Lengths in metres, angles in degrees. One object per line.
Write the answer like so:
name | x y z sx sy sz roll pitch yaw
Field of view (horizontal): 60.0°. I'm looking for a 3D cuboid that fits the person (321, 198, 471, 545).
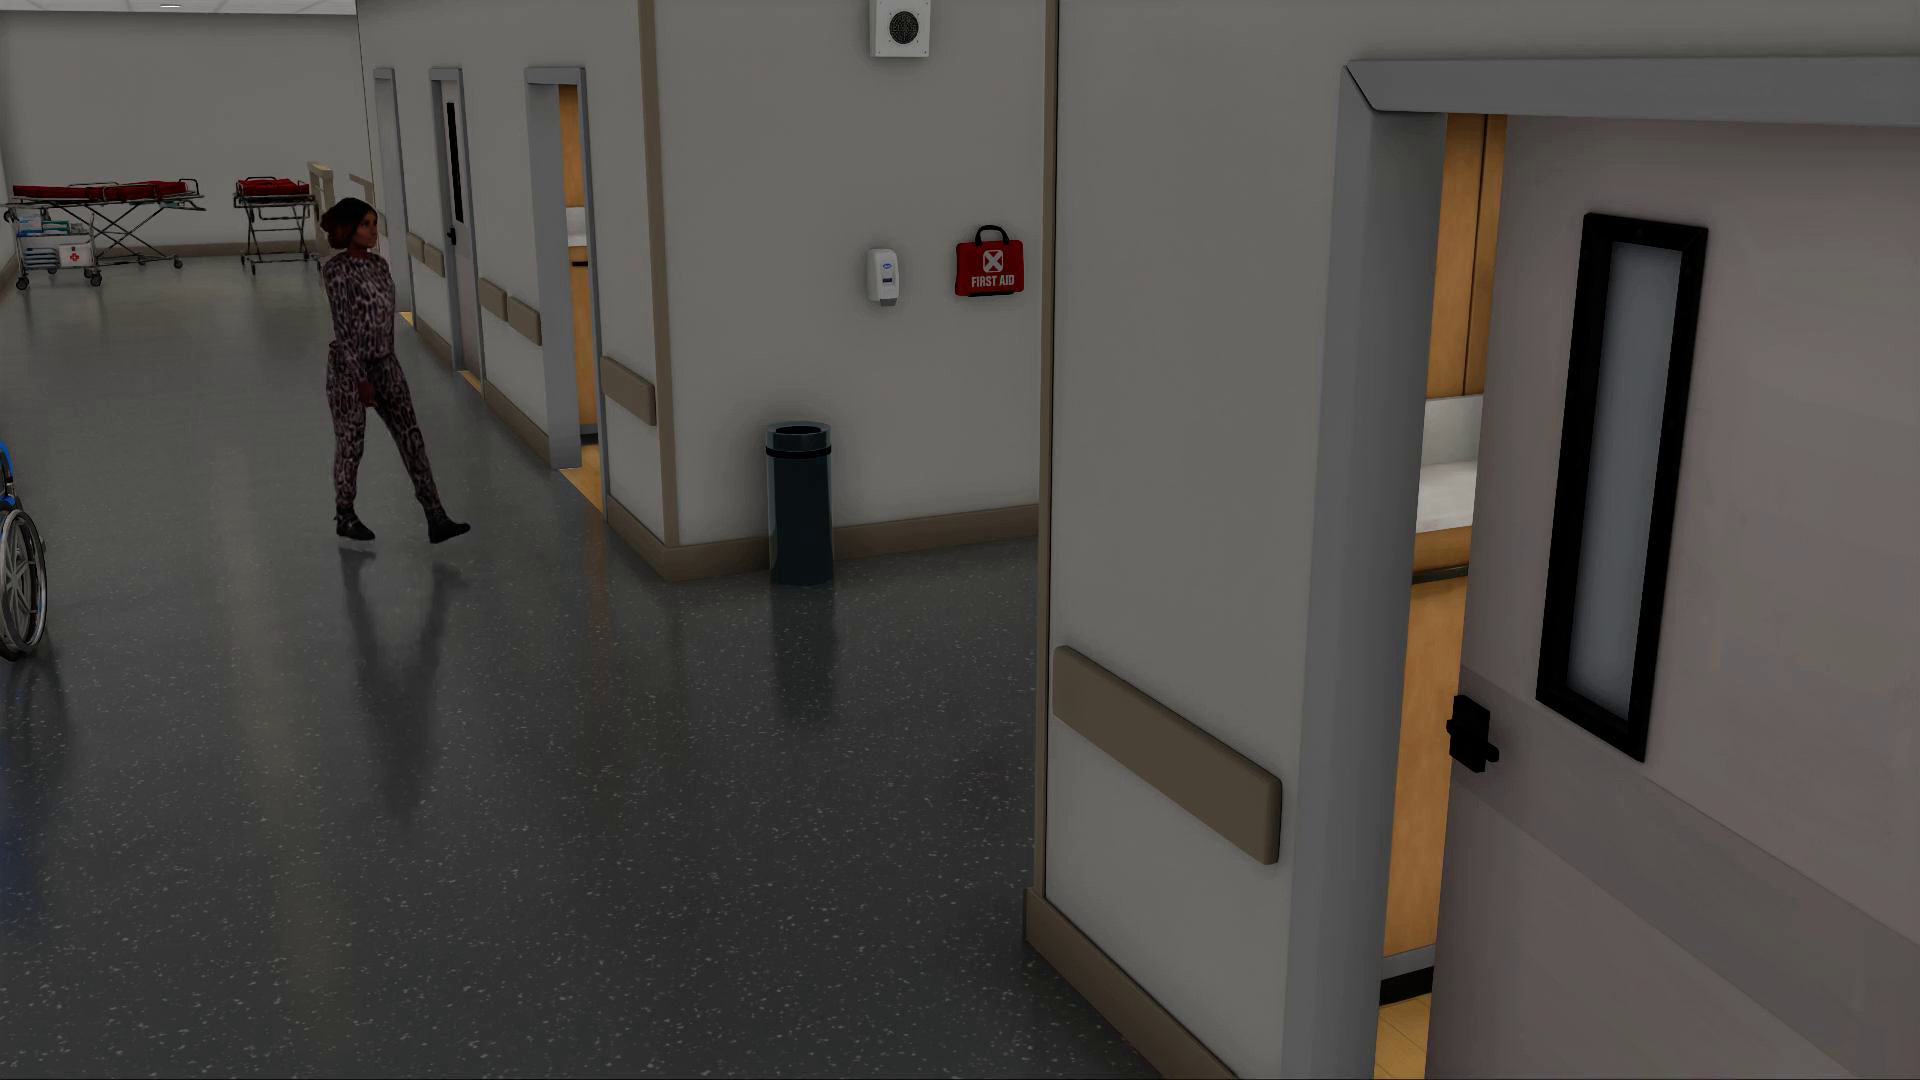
person | -2.959 -0.778 8.088 1.122 1.676 0.928 10 19 32
